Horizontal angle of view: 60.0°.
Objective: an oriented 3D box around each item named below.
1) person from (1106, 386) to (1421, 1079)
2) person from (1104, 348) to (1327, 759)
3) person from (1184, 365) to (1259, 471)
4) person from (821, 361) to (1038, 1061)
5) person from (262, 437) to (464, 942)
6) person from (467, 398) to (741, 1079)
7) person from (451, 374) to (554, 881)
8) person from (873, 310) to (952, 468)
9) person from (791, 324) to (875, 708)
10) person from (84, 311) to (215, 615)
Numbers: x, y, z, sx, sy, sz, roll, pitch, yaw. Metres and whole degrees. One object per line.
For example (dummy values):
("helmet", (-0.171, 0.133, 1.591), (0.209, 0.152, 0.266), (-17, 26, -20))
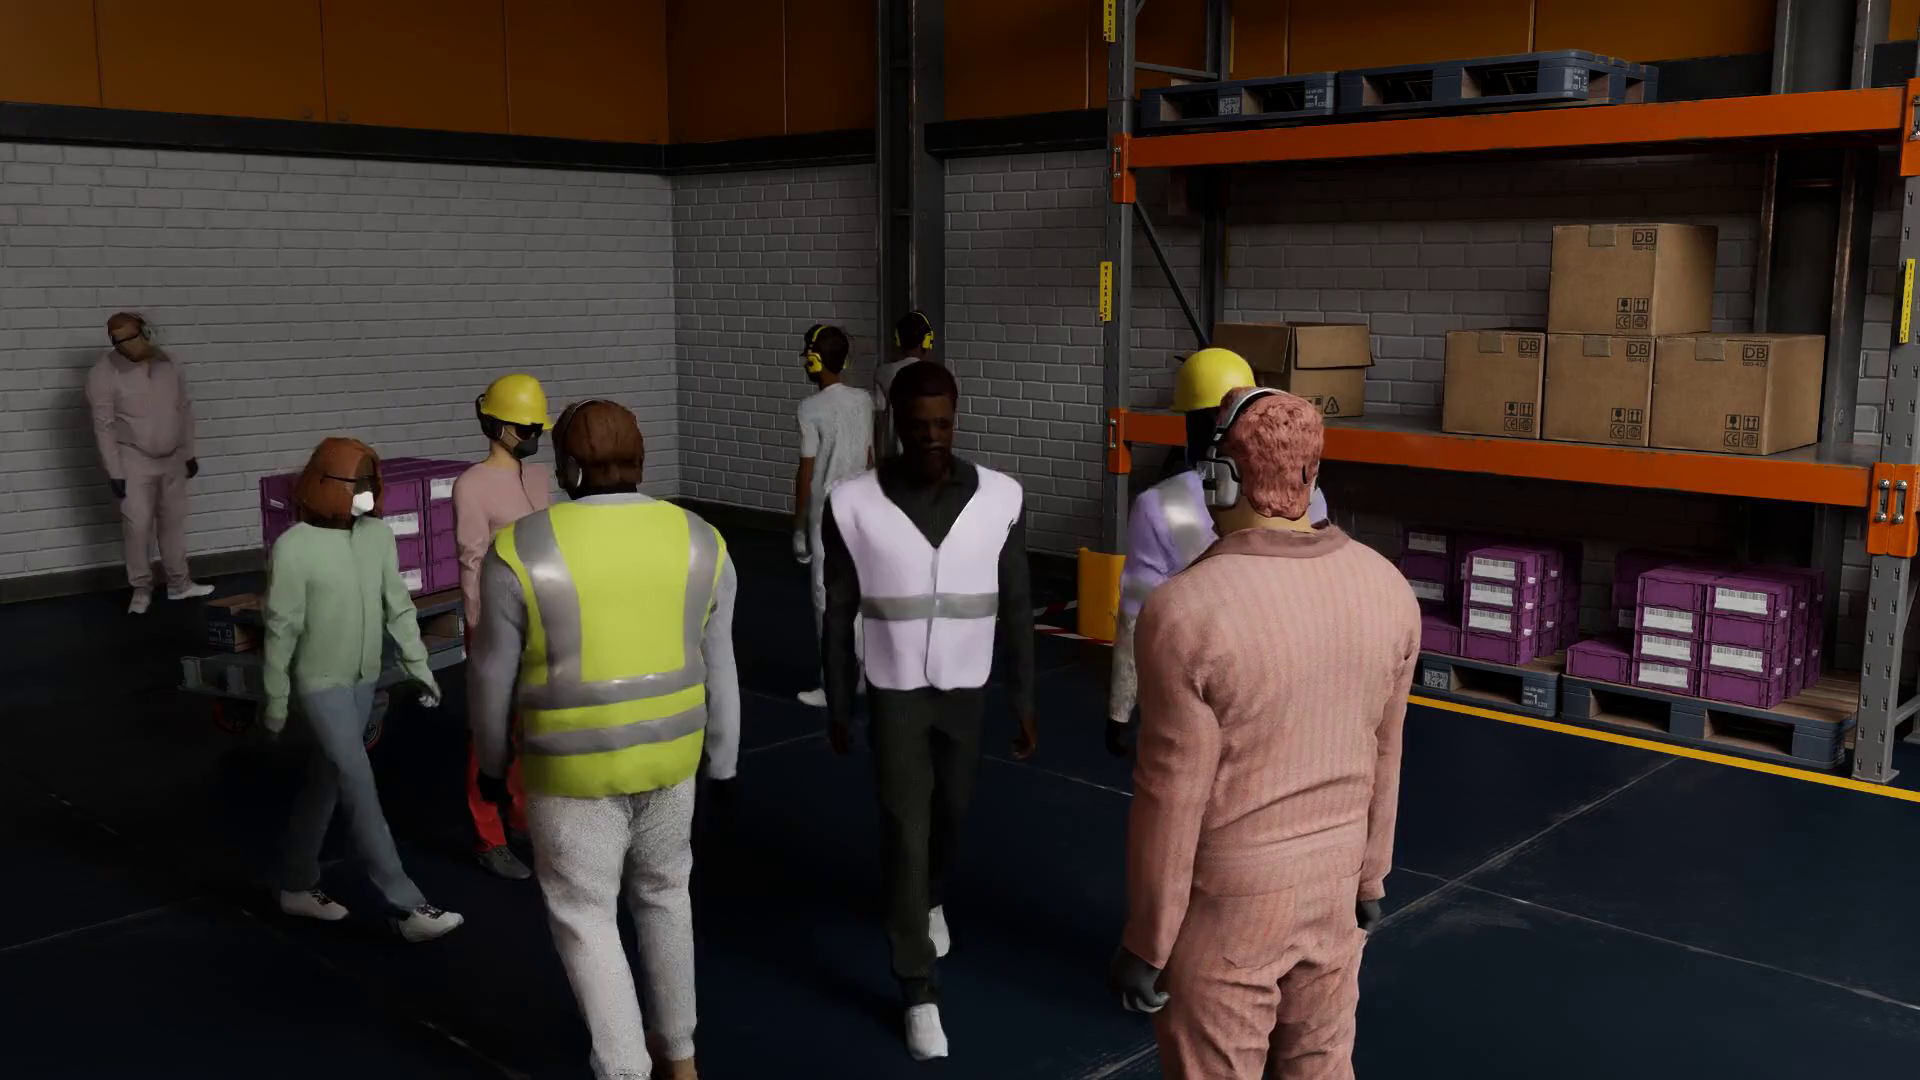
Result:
("person", (0.542, 0.666, 3.138), (0.654, 1.906, 0.406), (-6, 11, -33))
("person", (0.691, 0.412, 4.717), (0.614, 1.895, 0.804), (-4, 10, -22))
("person", (1.254, -0.004, 7.891), (0.321, 1.695, 0.530), (7, 12, 39))
("person", (-0.104, 0.413, 4.803), (0.589, 1.881, 0.956), (-2, 10, -14))
("person", (-1.884, 0.474, 5.253), (0.831, 1.589, 0.519), (3, 10, 19))
("person", (-0.830, 0.574, 4.059), (0.644, 1.815, 0.646), (-6, 11, -31))
("person", (-1.563, 0.296, 5.866), (0.322, 1.761, 0.522), (3, 10, 17))
("person", (-0.280, -0.451, 10.099), (0.520, 1.873, 0.335), (3, 10, 16))
("person", (-0.614, -0.097, 7.954), (0.413, 1.860, 0.544), (7, 11, 36))
("person", (-4.982, -0.487, 10.360), (0.419, 1.863, 0.808), (5, 10, 27))
